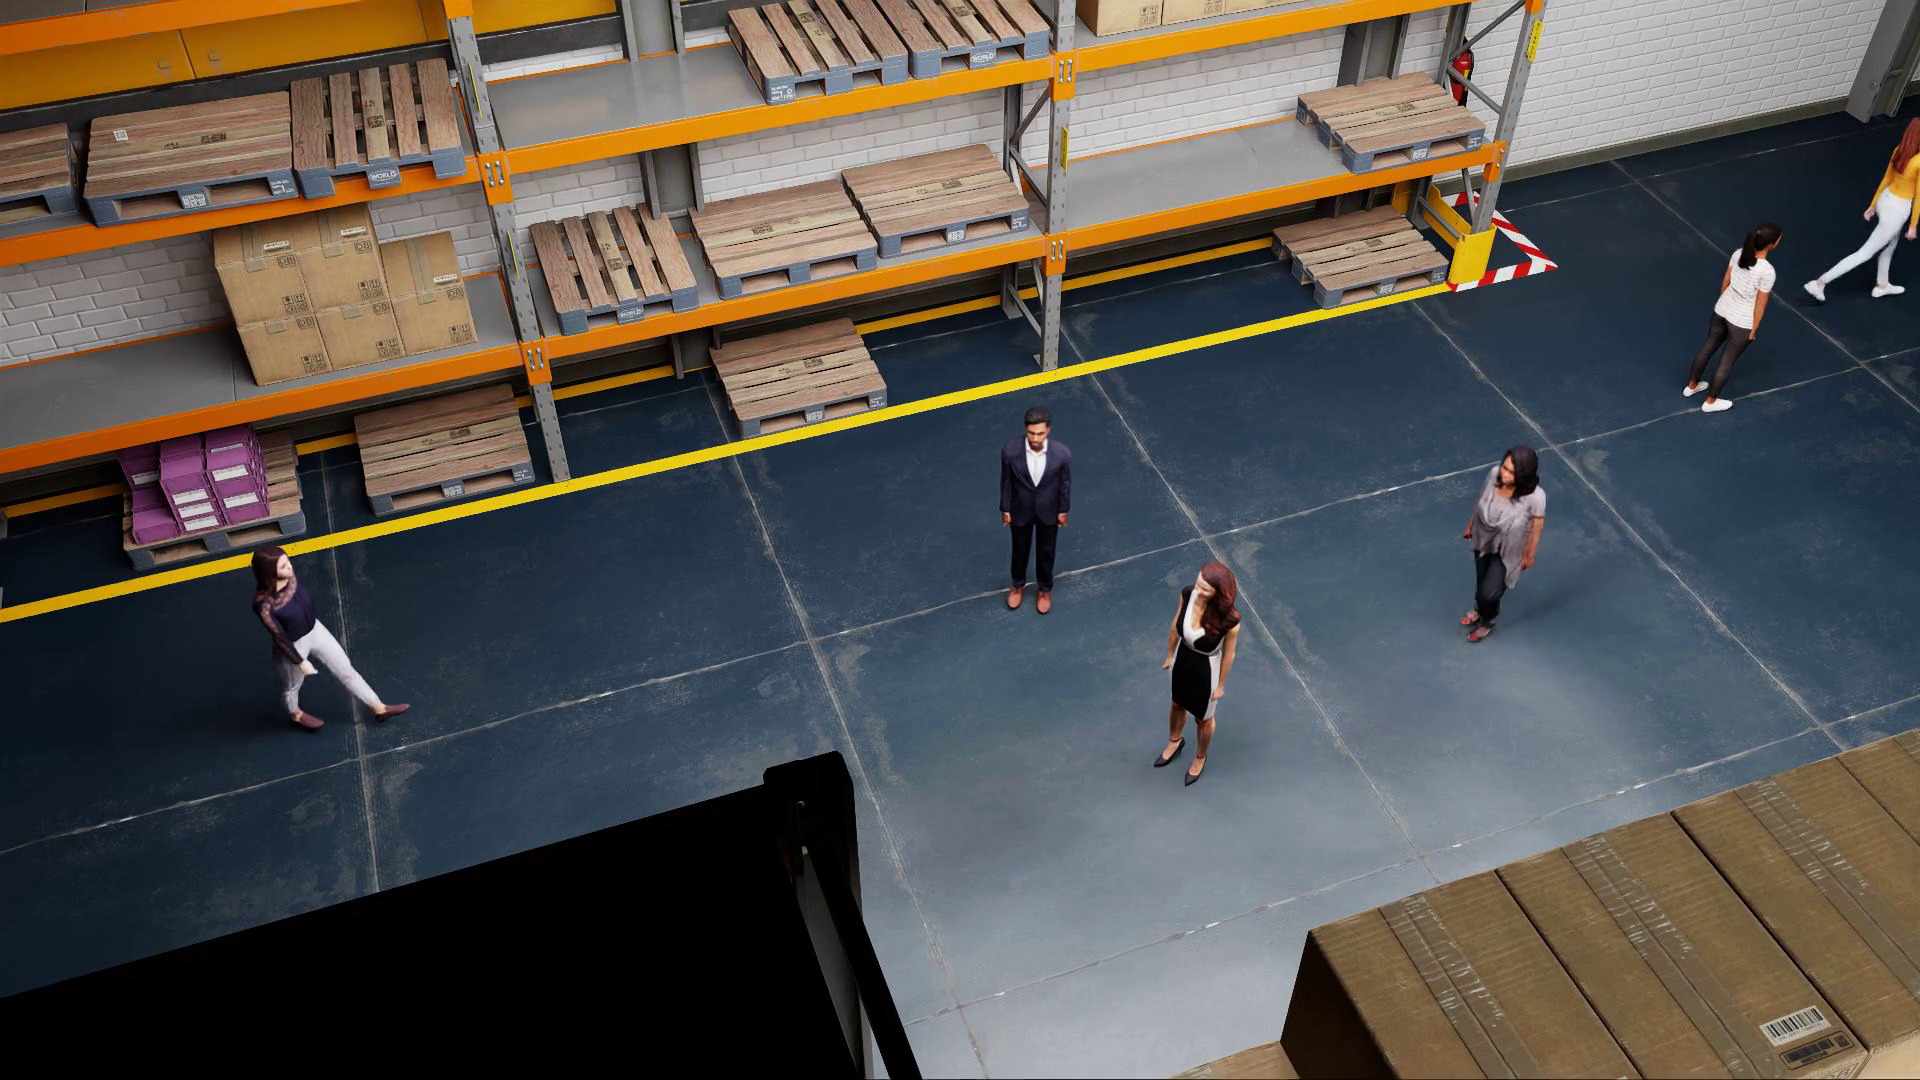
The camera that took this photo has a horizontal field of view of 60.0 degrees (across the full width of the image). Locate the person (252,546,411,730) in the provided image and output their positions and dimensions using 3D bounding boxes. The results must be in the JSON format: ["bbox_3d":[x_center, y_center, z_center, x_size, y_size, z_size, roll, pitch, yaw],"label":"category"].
[{"bbox_3d":[-4.163,0.660,10.326,1.123,1.565,0.929,7,44,7],"label":"person"}]

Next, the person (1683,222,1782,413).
[{"bbox_3d":[5.949,-1.720,12.766,0.521,1.646,0.568,-15,46,-15],"label":"person"}]

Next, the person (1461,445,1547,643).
[{"bbox_3d":[3.648,-0.023,11.021,0.706,1.595,0.693,-22,48,-21],"label":"person"}]

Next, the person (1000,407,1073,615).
[{"bbox_3d":[0.510,-0.219,11.134,0.617,1.724,0.756,2,44,3],"label":"person"}]

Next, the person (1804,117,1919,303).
[{"bbox_3d":[7.591,-2.662,13.704,1.238,1.716,0.780,-5,44,-5],"label":"person"}]

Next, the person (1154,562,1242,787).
[{"bbox_3d":[1.432,0.792,10.020,0.648,1.796,0.635,32,52,29],"label":"person"}]
